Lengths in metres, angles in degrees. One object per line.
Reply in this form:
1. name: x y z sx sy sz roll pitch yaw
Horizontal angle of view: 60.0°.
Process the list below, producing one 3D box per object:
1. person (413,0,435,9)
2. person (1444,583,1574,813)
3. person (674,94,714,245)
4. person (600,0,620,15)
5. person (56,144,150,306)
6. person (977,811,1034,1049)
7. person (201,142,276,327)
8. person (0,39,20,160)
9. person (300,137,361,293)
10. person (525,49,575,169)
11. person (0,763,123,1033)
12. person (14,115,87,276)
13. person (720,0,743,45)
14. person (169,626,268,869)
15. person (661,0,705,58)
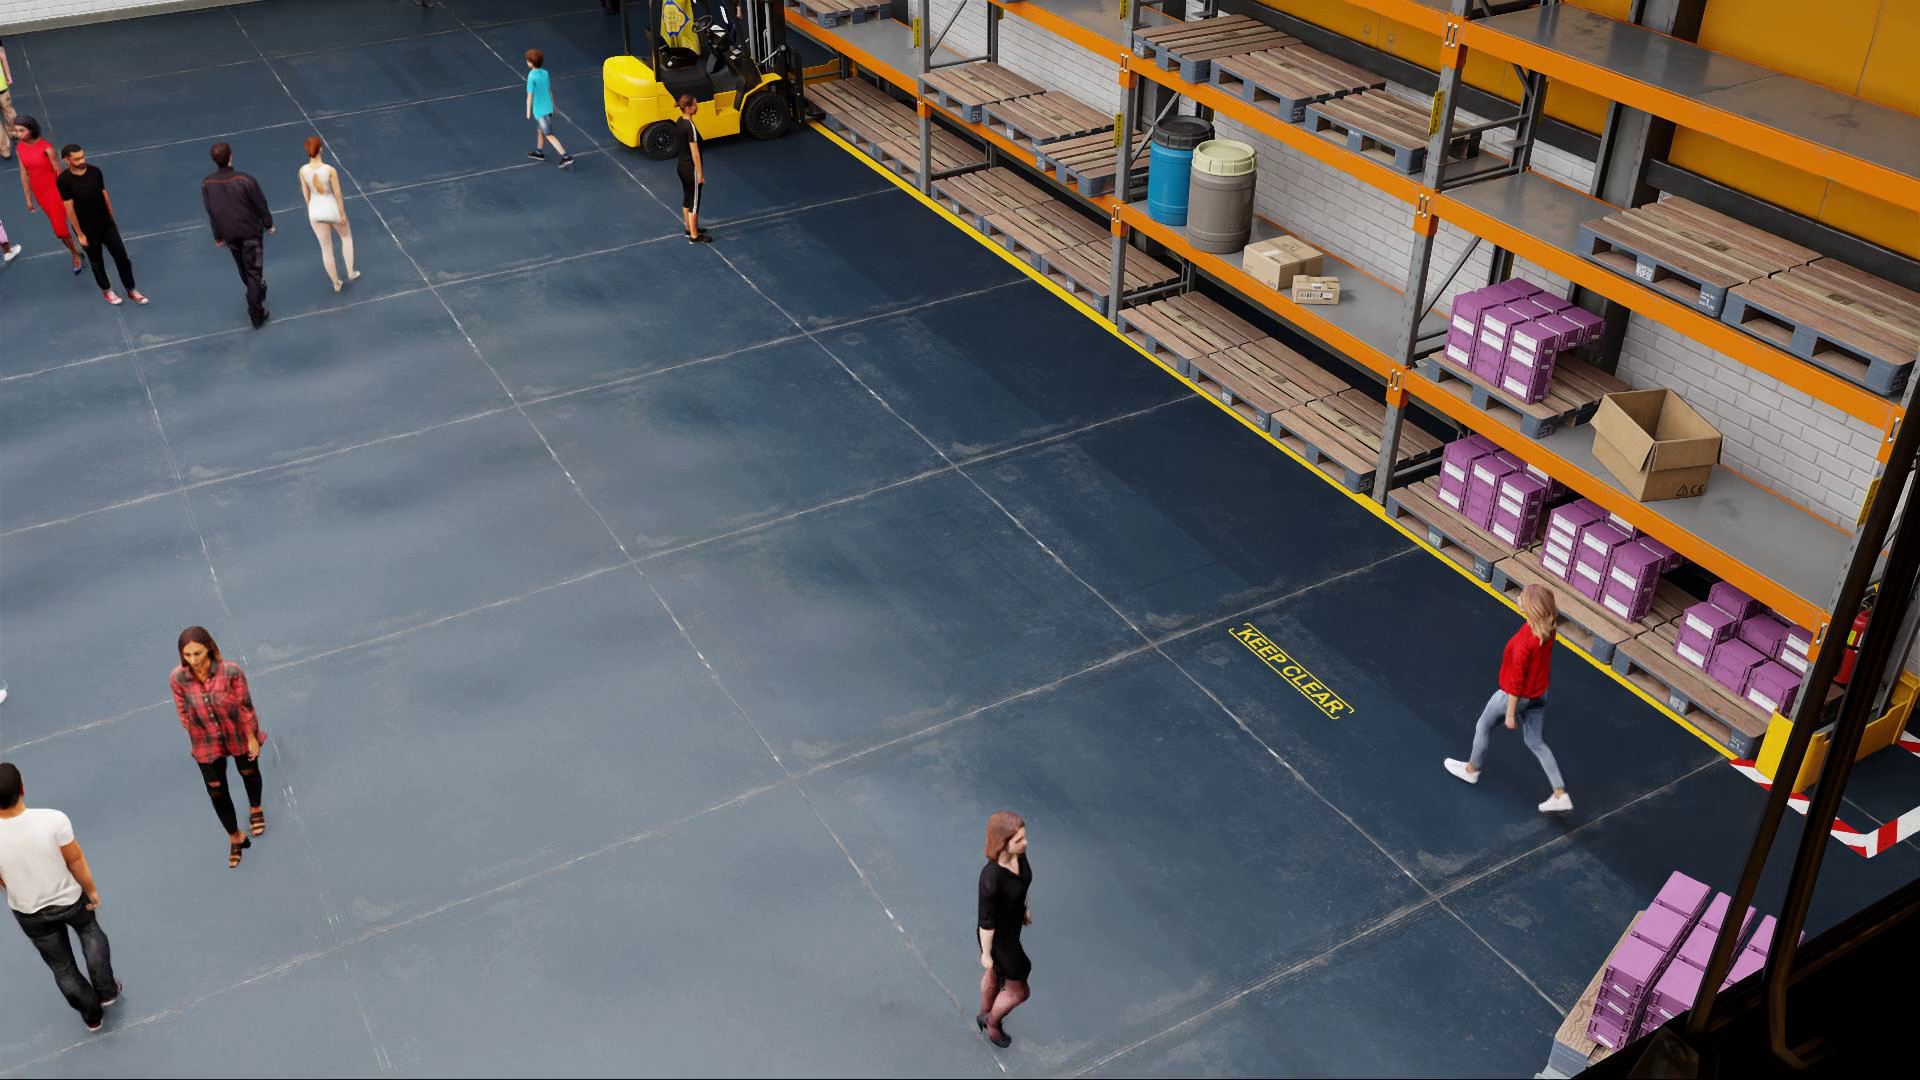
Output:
1. person: -8.535 -9.012 26.064 0.718 1.307 0.644 13 36 19
2. person: 3.660 1.038 10.614 0.785 1.672 1.167 -27 42 -34
3. person: -2.985 -4.104 18.354 0.647 1.668 0.467 -16 37 -22
4. person: -5.489 -9.027 25.815 0.815 1.608 0.905 1 34 2
5. person: -8.884 -3.218 16.958 0.891 1.738 0.793 25 41 32
6. person: 0.143 2.105 8.987 0.748 1.697 0.702 13 36 18
7. person: -7.194 -3.009 16.583 1.031 1.804 1.175 1 34 2
8. person: -11.961 -5.605 20.494 0.709 1.798 1.093 -19 38 -27
9. person: -6.580 -3.342 17.242 0.673 1.630 0.737 -5 34 -8
10. person: -5.030 -5.242 20.290 1.035 1.420 0.898 13 36 19
11. person: -4.960 2.016 9.042 0.625 1.784 0.646 -16 37 -22
12. person: -9.615 -3.686 17.668 0.723 1.731 0.775 2 34 3
13. person: -3.257 -7.582 23.558 0.640 1.699 0.462 -18 38 -25
14. person: -4.572 1.177 10.397 0.729 1.681 0.838 -9 35 -13
15. person: -4.038 -7.732 23.819 0.989 1.660 1.056 9 35 14
